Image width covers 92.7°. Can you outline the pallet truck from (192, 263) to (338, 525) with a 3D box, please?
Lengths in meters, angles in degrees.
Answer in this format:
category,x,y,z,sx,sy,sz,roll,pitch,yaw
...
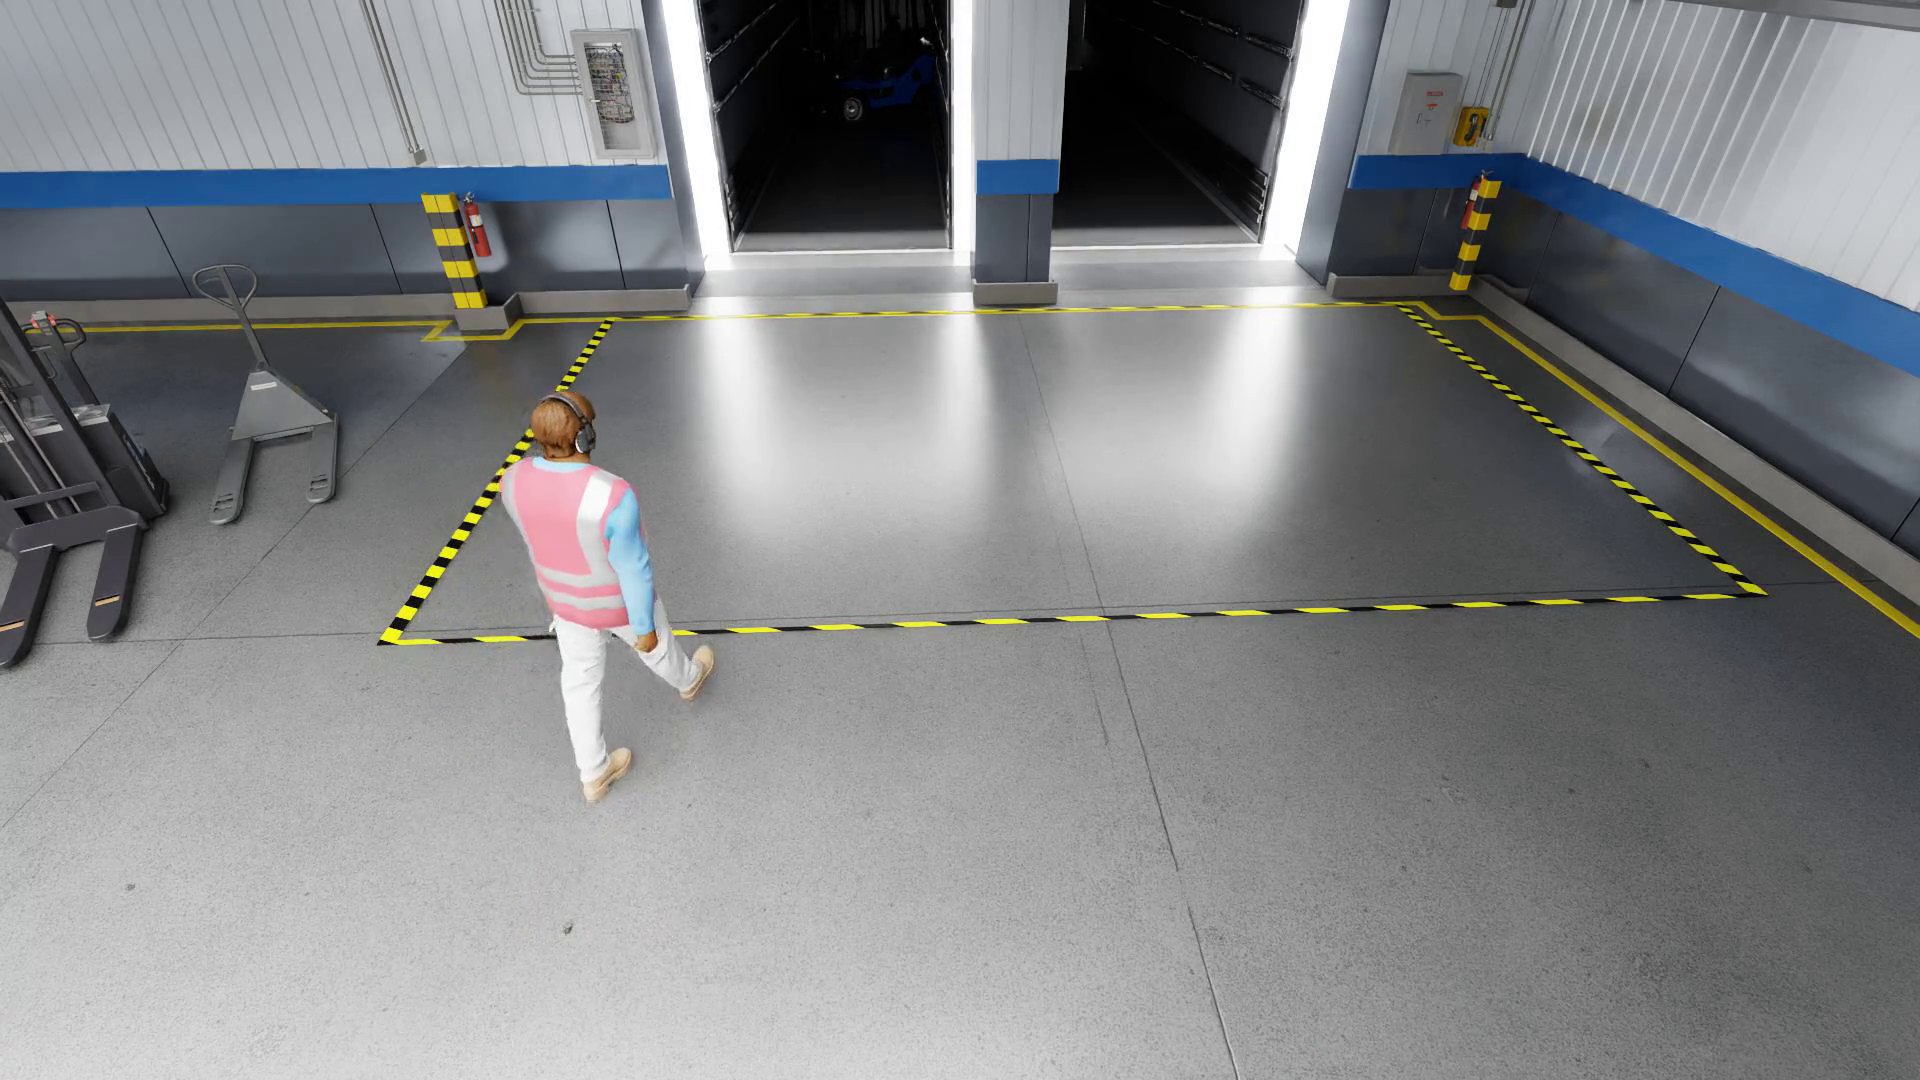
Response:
category,x,y,z,sx,sy,sz,roll,pitch,yaw
pallet truck,-4.778,-1.027,6.128,0.680,1.201,1.601,-17,38,-23

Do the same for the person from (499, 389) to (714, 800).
category,x,y,z,sx,sy,sz,roll,pitch,yaw
person,-1.486,0.176,3.911,0.647,1.786,0.962,9,36,13

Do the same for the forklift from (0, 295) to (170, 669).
category,x,y,z,sx,sy,sz,roll,pitch,yaw
forklift,-5.212,-0.618,4.878,0.823,1.965,1.885,-20,39,-26

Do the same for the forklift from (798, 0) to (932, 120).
category,x,y,z,sx,sy,sz,roll,pitch,yaw
forklift,-1.552,-8.662,16.124,2.680,2.036,1.157,-21,40,-28
